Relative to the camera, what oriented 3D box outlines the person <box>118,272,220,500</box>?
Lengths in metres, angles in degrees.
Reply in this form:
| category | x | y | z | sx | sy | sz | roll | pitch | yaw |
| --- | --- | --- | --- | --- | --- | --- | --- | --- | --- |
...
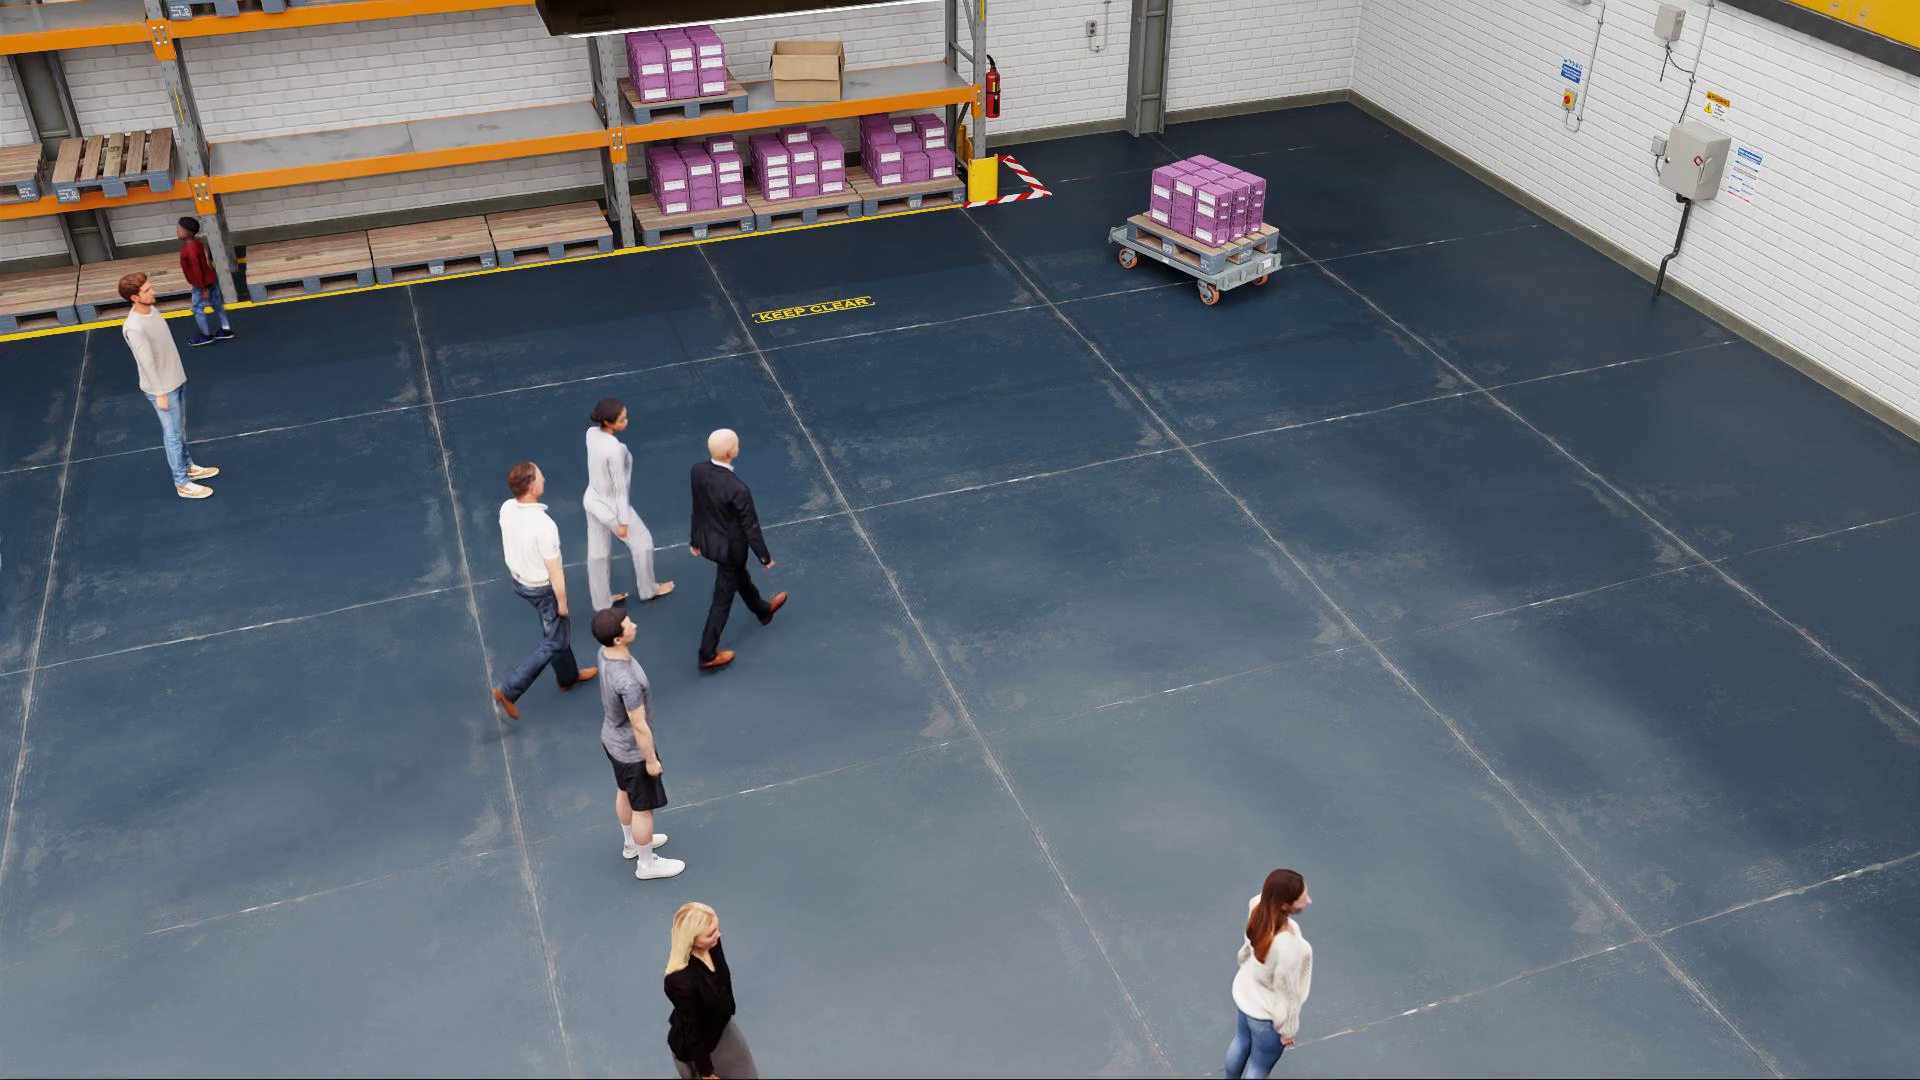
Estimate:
| category | x | y | z | sx | sy | sz | roll | pitch | yaw |
| --- | --- | --- | --- | --- | --- | --- | --- | --- | --- |
| person | -6.332 | -1.241 | 13.207 | 0.624 | 1.905 | 0.692 | -6 | 34 | -9 |

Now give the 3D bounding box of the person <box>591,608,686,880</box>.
| category | x | y | z | sx | sy | sz | roll | pitch | yaw |
| --- | --- | --- | --- | --- | --- | --- | --- | --- | --- |
| person | -1.922 | 1.165 | 9.619 | 0.593 | 1.871 | 0.677 | -15 | 37 | -22 |

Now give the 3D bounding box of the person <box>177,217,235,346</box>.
| category | x | y | z | sx | sy | sz | roll | pitch | yaw |
| --- | --- | --- | --- | --- | --- | --- | --- | --- | --- |
| person | -7.045 | -2.436 | 15.602 | 0.634 | 1.243 | 0.550 | -7 | 34 | -10 |

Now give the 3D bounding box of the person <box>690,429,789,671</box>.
| category | x | y | z | sx | sy | sz | roll | pitch | yaw |
| --- | --- | --- | --- | --- | --- | --- | --- | --- | --- |
| person | -1.649 | 0.100 | 11.326 | 1.084 | 1.754 | 1.296 | 27 | 42 | 35 |

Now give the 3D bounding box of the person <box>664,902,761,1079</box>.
| category | x | y | z | sx | sy | sz | roll | pitch | yaw |
| --- | --- | --- | --- | --- | --- | --- | --- | --- | --- |
| person | -1.295 | 2.380 | 7.827 | 0.796 | 1.830 | 0.751 | 9 | 35 | 13 |

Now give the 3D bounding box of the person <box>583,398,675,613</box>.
| category | x | y | z | sx | sy | sz | roll | pitch | yaw |
| --- | --- | --- | --- | --- | --- | --- | --- | --- | --- |
| person | -2.556 | -0.203 | 11.822 | 0.858 | 1.711 | 0.962 | 28 | 43 | 35 |

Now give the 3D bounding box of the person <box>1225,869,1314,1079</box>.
| category | x | y | z | sx | sy | sz | roll | pitch | yaw |
| --- | --- | --- | --- | --- | --- | --- | --- | --- | --- |
| person | 1.496 | 2.259 | 8.135 | 0.577 | 1.692 | 0.645 | -7 | 34 | -11 |

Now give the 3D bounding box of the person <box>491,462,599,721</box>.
| category | x | y | z | sx | sy | sz | roll | pitch | yaw |
| --- | --- | --- | --- | --- | --- | --- | --- | --- | --- |
| person | -2.830 | 0.350 | 10.878 | 0.956 | 1.834 | 1.174 | 28 | 43 | 35 |
